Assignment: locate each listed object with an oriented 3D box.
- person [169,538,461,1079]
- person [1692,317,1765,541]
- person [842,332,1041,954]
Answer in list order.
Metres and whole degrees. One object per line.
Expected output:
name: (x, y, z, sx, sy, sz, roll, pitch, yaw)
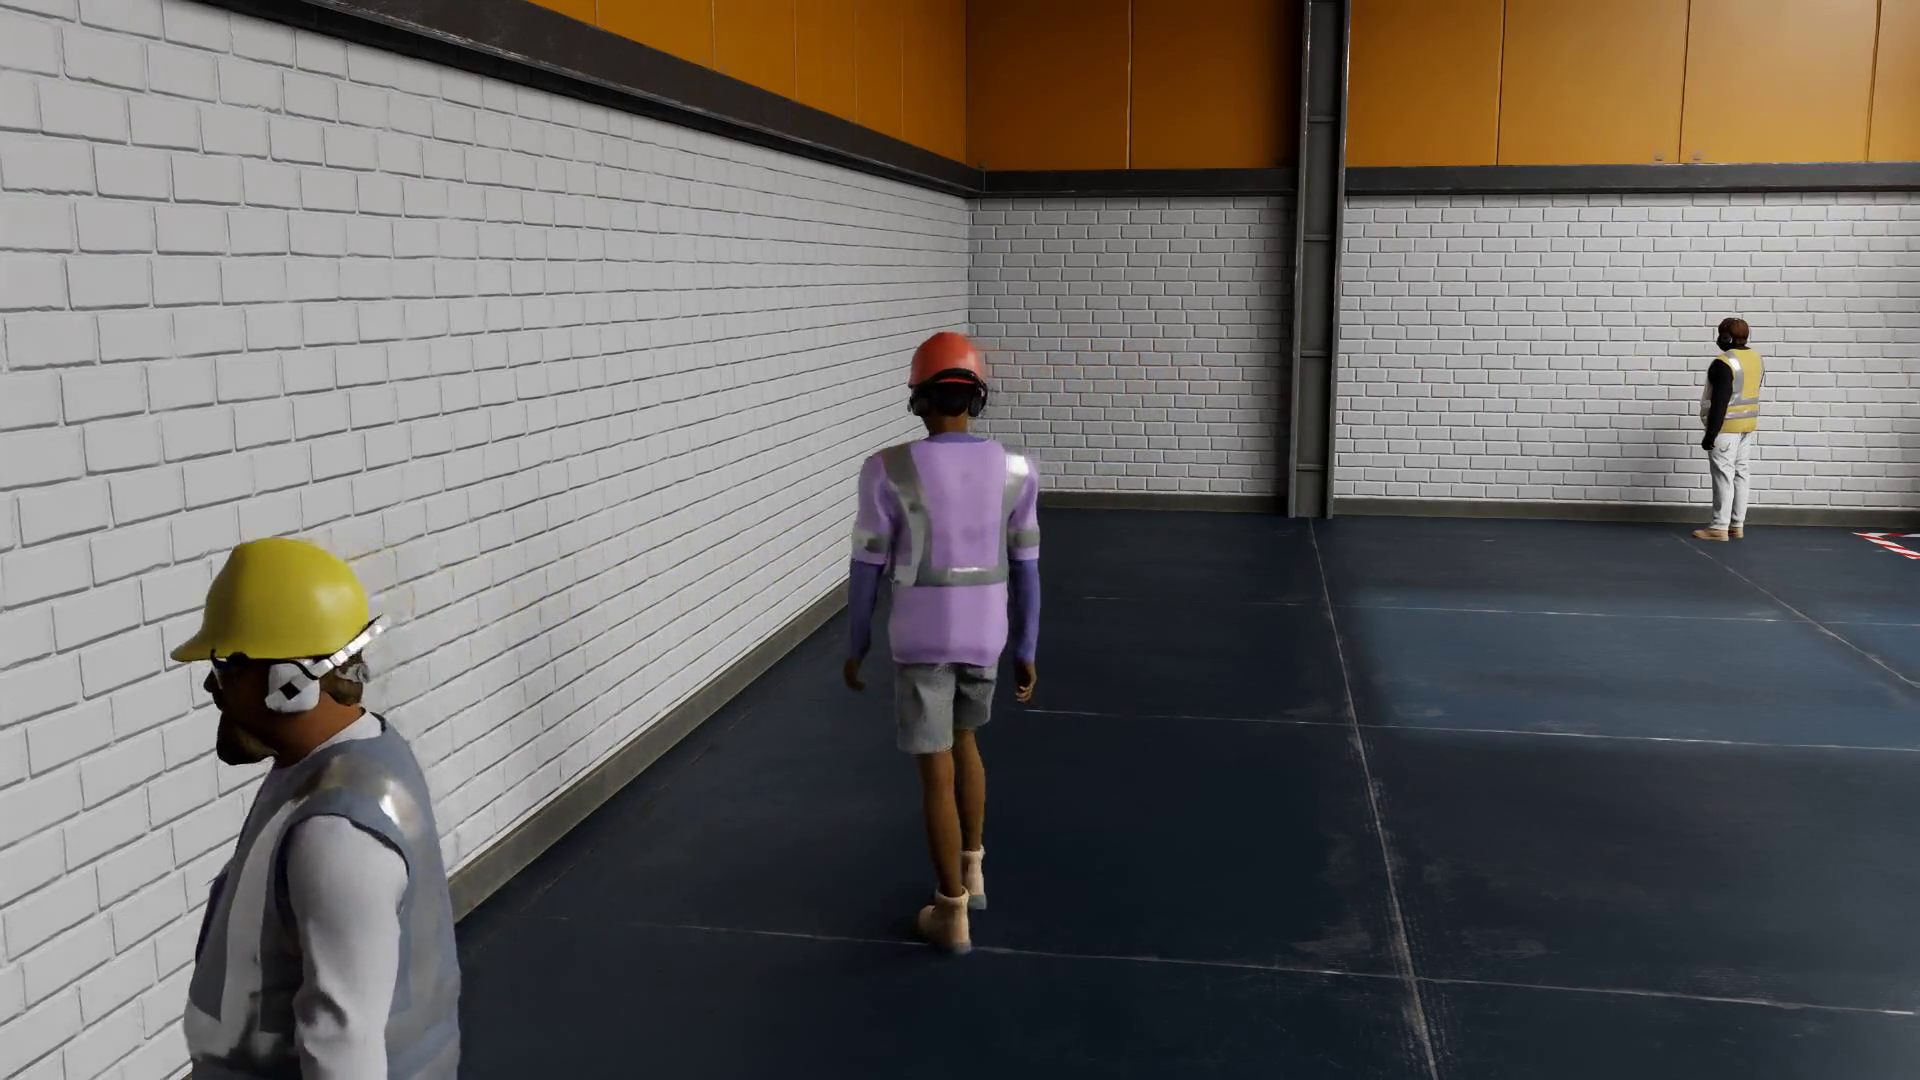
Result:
person: (-0.959, 0.890, 2.657, 0.524, 1.813, 0.608, -3, 10, -20)
person: (6.350, -0.914, 13.772, 0.619, 1.845, 0.430, -7, 11, -36)
person: (-0.073, 0.327, 5.546, 0.618, 2.016, 0.697, -4, 10, -24)
